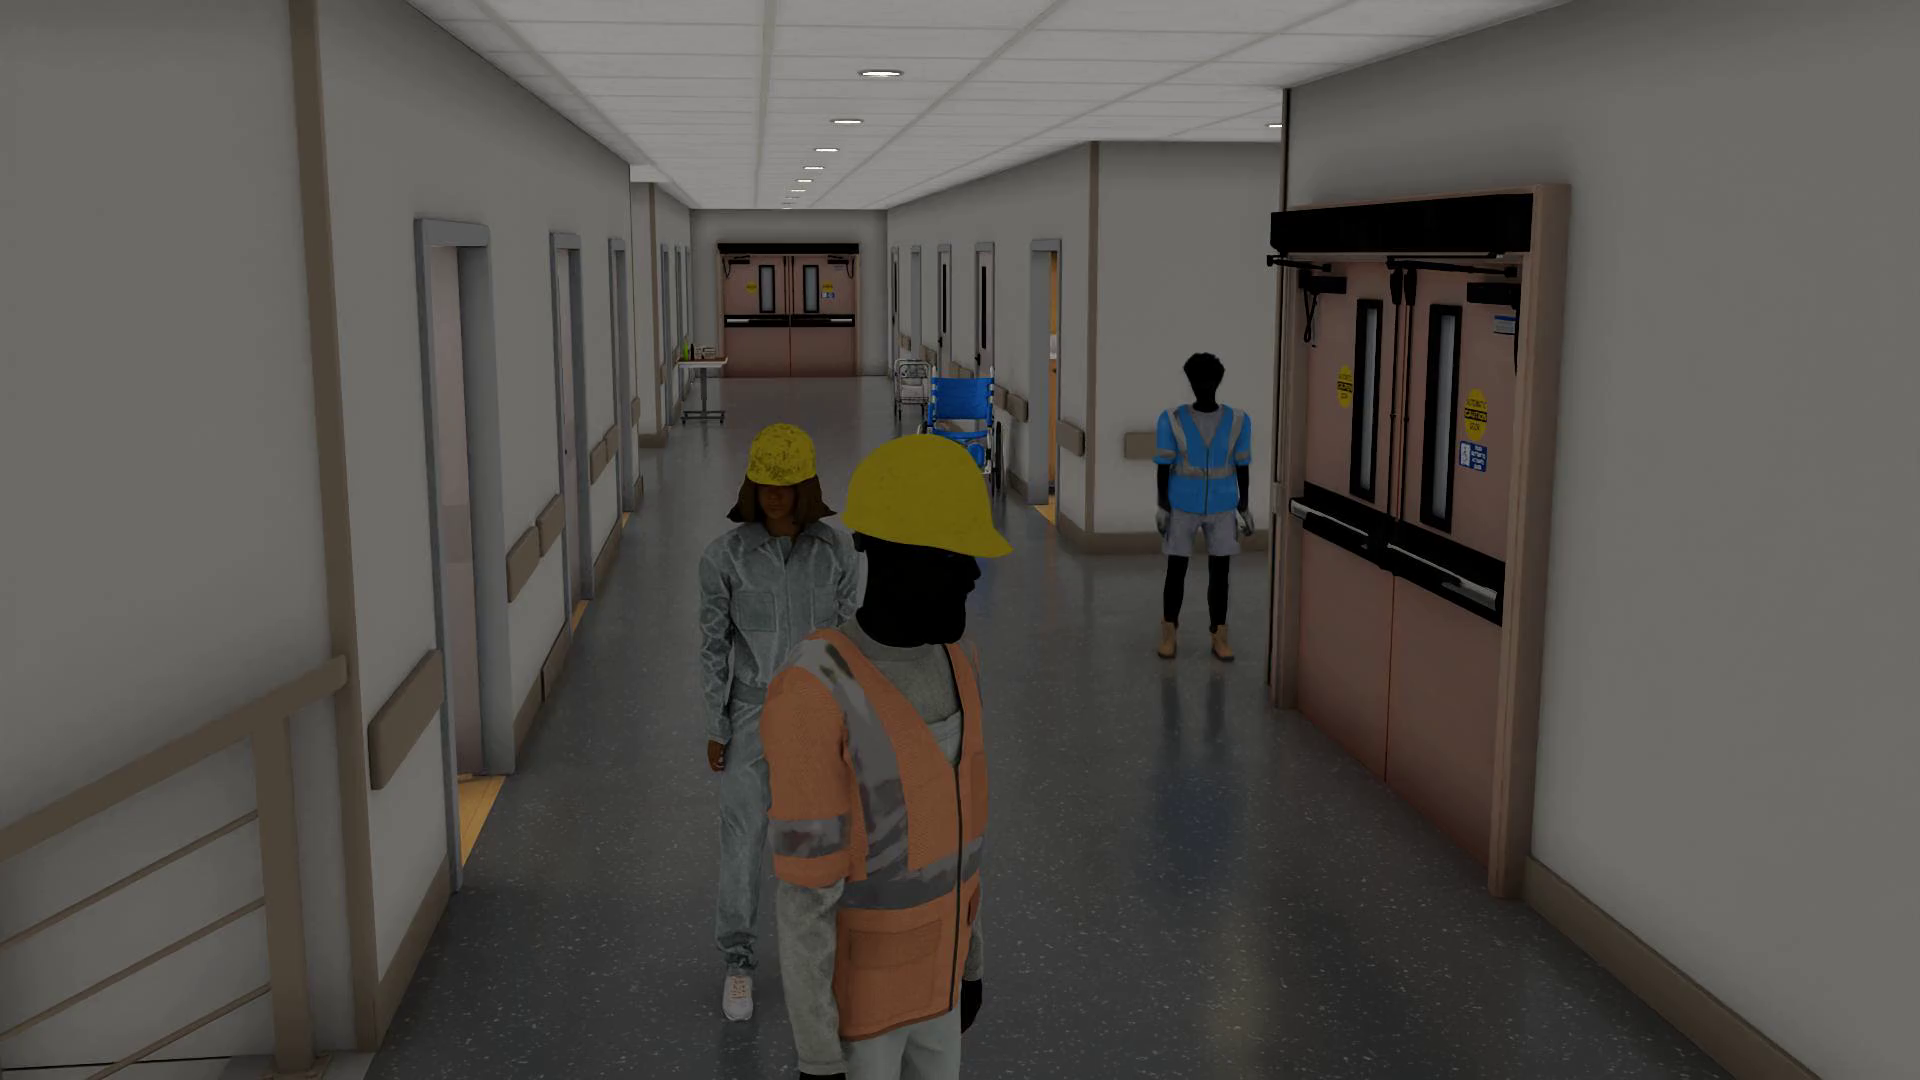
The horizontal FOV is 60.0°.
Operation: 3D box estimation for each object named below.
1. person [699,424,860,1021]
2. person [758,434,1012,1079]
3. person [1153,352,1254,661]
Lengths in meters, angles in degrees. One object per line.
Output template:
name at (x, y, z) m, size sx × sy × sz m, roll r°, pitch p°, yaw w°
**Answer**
person at (-0.508, 0.526, 4.846) m, size 0.492 × 1.740 × 0.316 m, roll -4°, pitch 11°, yaw -22°
person at (-0.103, 0.767, 2.933) m, size 0.392 × 1.918 × 0.585 m, roll 5°, pitch 11°, yaw 29°
person at (1.321, -0.178, 9.084) m, size 0.543 × 1.696 × 0.316 m, roll 0°, pitch 10°, yaw -2°
